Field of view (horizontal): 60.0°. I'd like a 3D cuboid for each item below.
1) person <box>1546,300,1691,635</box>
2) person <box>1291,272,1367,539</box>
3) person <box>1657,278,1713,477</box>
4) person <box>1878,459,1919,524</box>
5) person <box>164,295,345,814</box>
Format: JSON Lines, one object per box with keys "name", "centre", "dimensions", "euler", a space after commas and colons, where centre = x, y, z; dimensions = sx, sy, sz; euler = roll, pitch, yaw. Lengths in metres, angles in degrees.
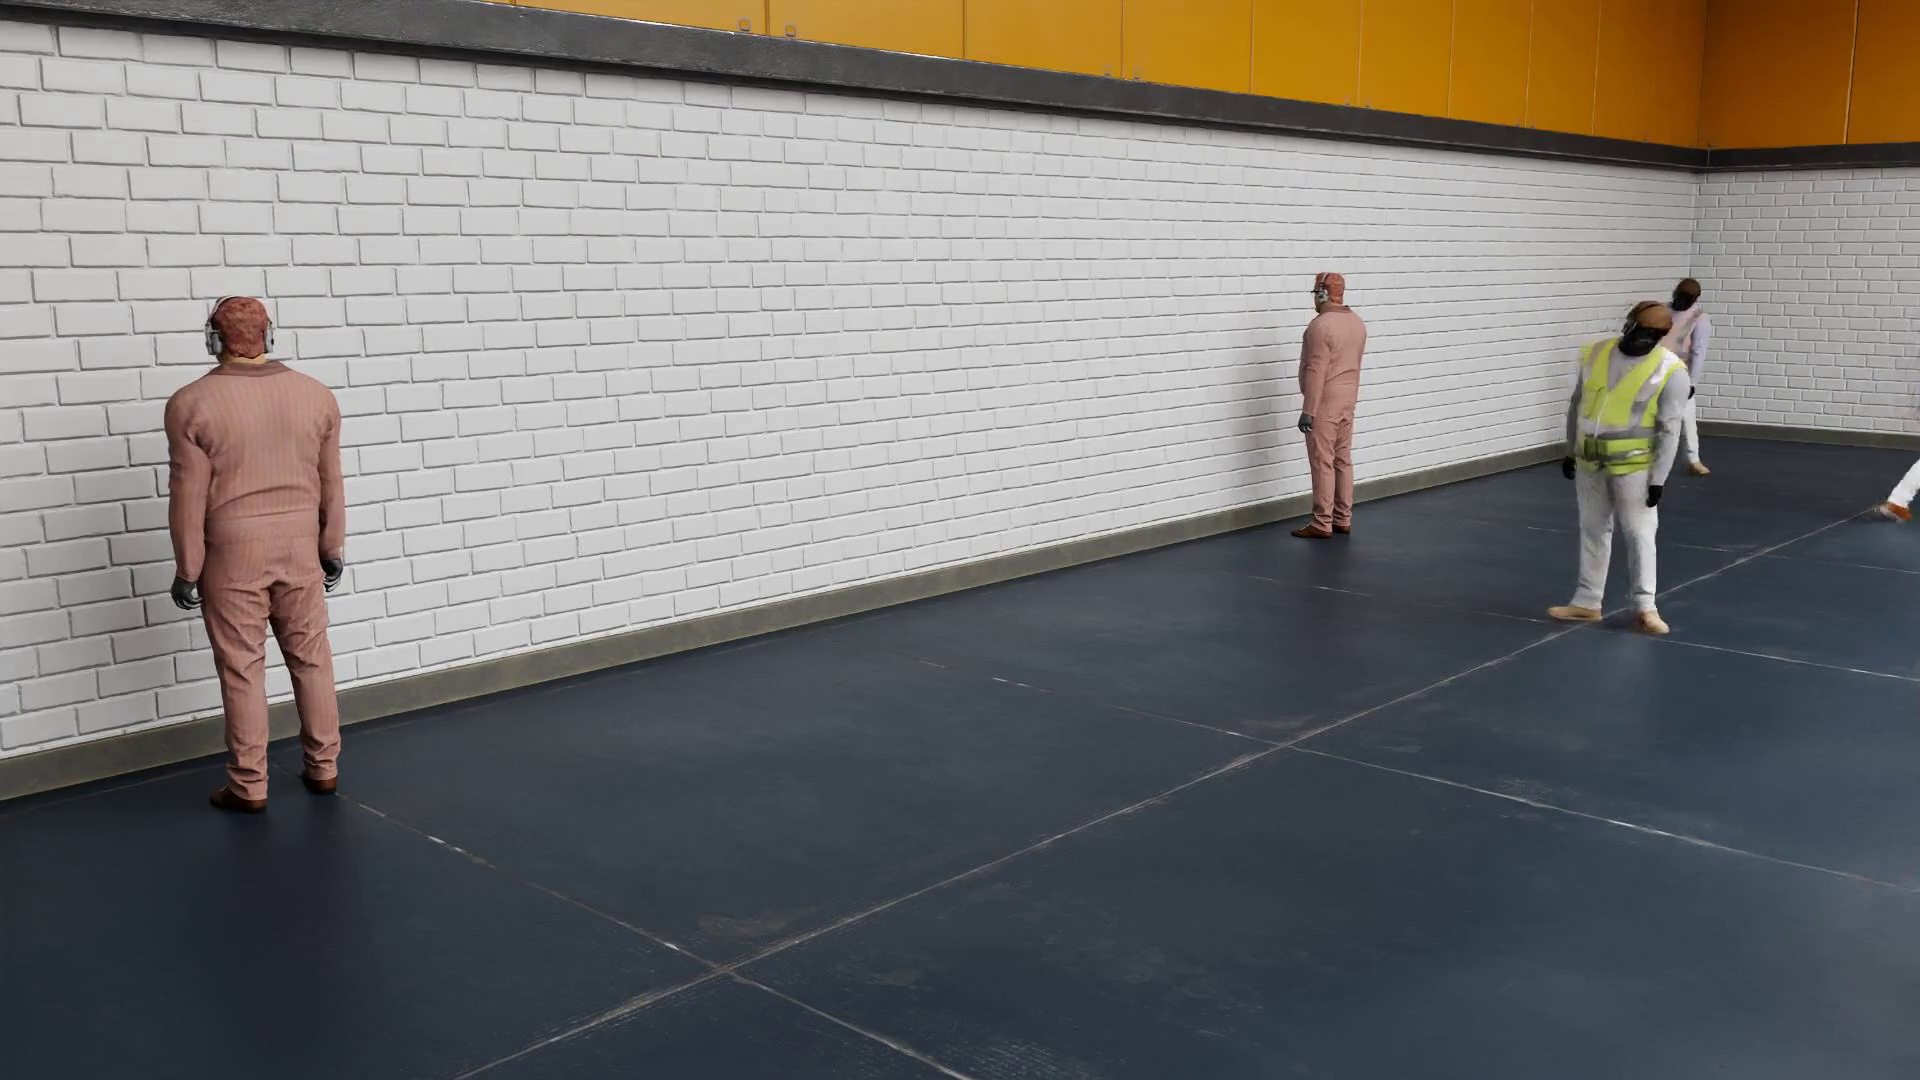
{"name": "person", "centre": [3.557, -0.396, 9.045], "dimensions": [0.433, 1.806, 0.713], "euler": [-7, 12, -36]}
{"name": "person", "centre": [2.627, -0.962, 11.945], "dimensions": [0.405, 1.904, 0.652], "euler": [9, 13, 42]}
{"name": "person", "centre": [6.508, -1.482, 15.215], "dimensions": [0.431, 1.806, 0.719], "euler": [-5, 11, -25]}
{"name": "person", "centre": [7.436, -1.013, 12.383], "dimensions": [1.023, 1.879, 0.637], "euler": [2, 10, 11]}
{"name": "person", "centre": [-2.607, 0.052, 6.170], "dimensions": [0.405, 1.904, 0.652], "euler": [9, 13, 42]}
